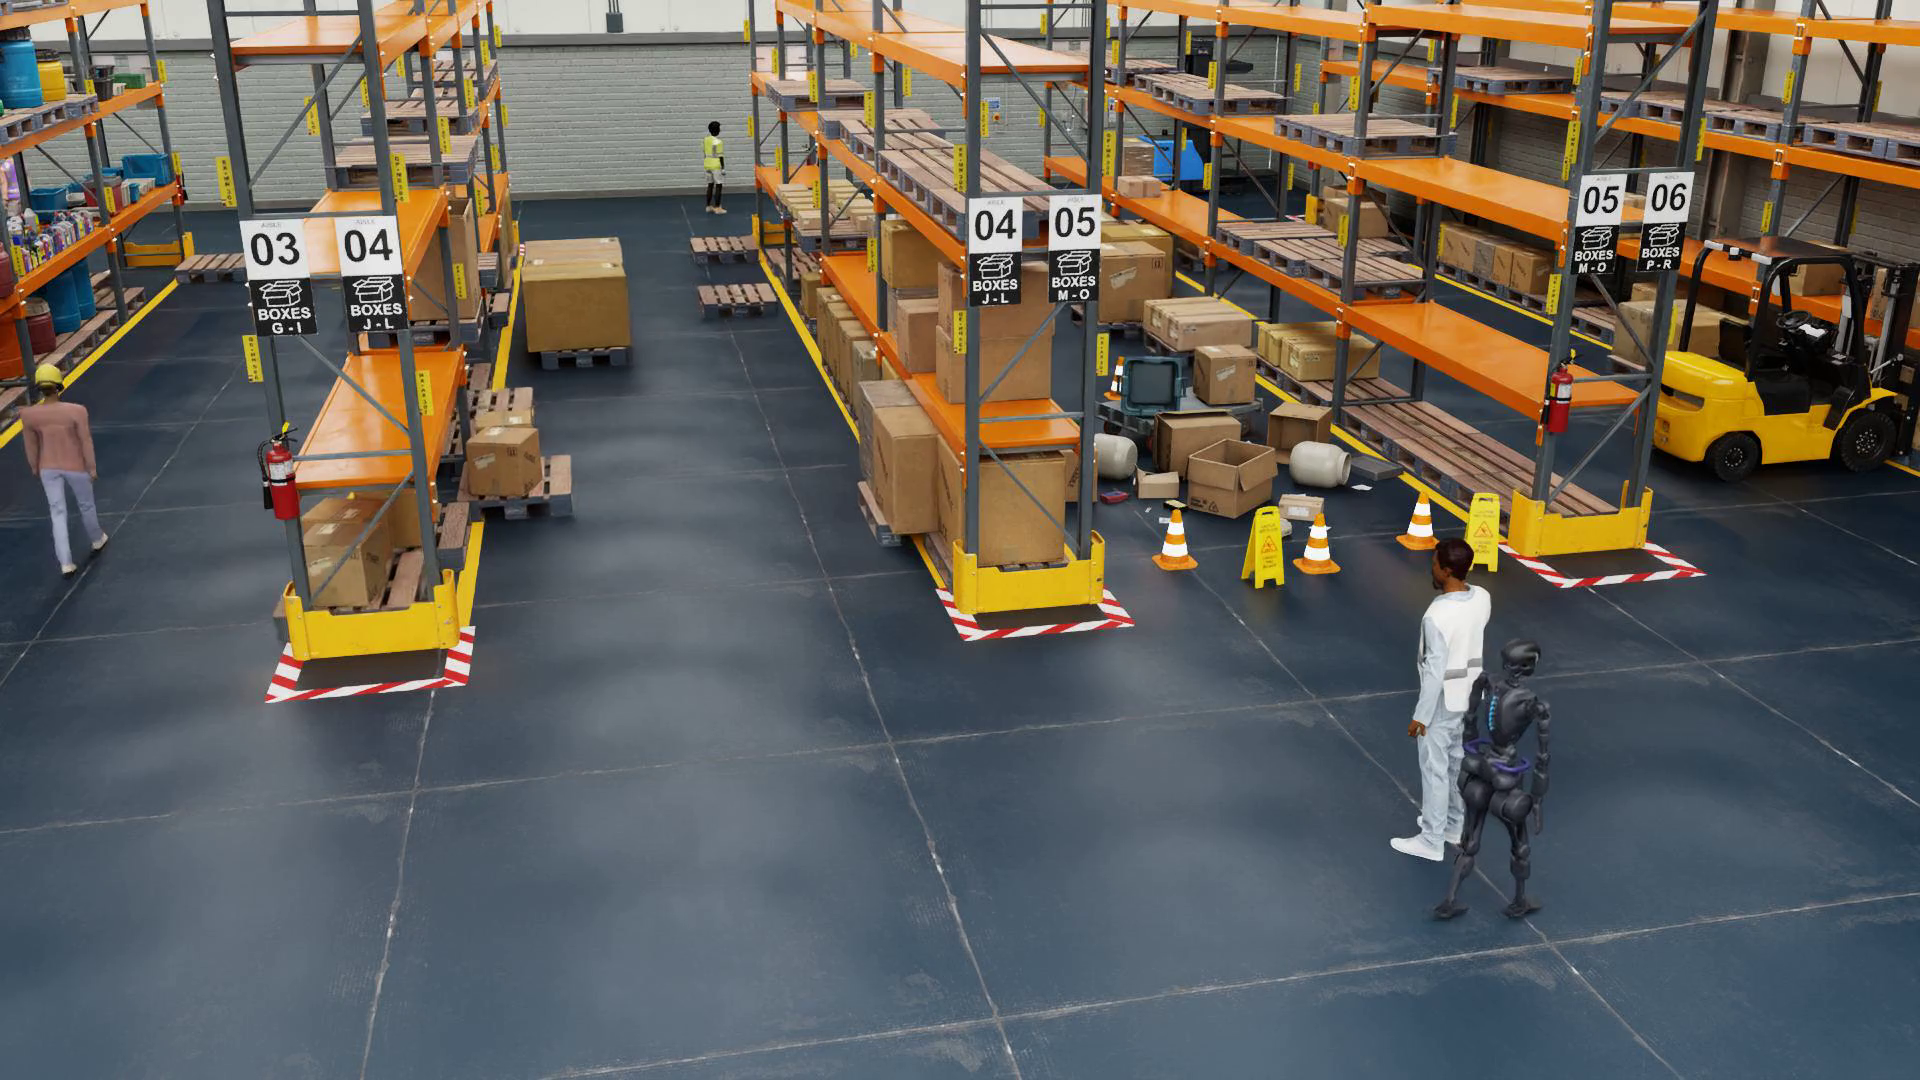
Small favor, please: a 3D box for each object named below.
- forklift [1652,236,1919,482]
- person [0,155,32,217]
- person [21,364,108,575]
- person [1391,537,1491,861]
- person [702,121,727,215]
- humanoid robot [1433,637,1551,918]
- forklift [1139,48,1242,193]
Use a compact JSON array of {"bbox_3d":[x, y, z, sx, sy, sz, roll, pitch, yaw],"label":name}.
[{"bbox_3d":[8.013,-1.814,16.330,2.313,2.155,1.214,-4,21,-12],"label":"forklift"},{"bbox_3d":[-15.369,-5.563,27.146,0.348,1.688,0.492,11,23,28],"label":"person"},{"bbox_3d":[-7.422,-0.614,13.766,0.541,1.709,0.929,-5,21,-13],"label":"person"},{"bbox_3d":[2.753,0.902,9.407,0.374,1.917,0.592,18,27,39],"label":"person"},{"bbox_3d":[-4.515,-6.847,30.601,0.538,1.683,0.320,18,27,40],"label":"person"},{"bbox_3d":[2.860,1.259,8.835,0.607,1.648,0.594,-12,24,-30],"label":"humanoid robot"},{"bbox_3d":[4.566,-8.313,32.860,1.873,2.768,1.129,-4,21,-12],"label":"forklift"}]
